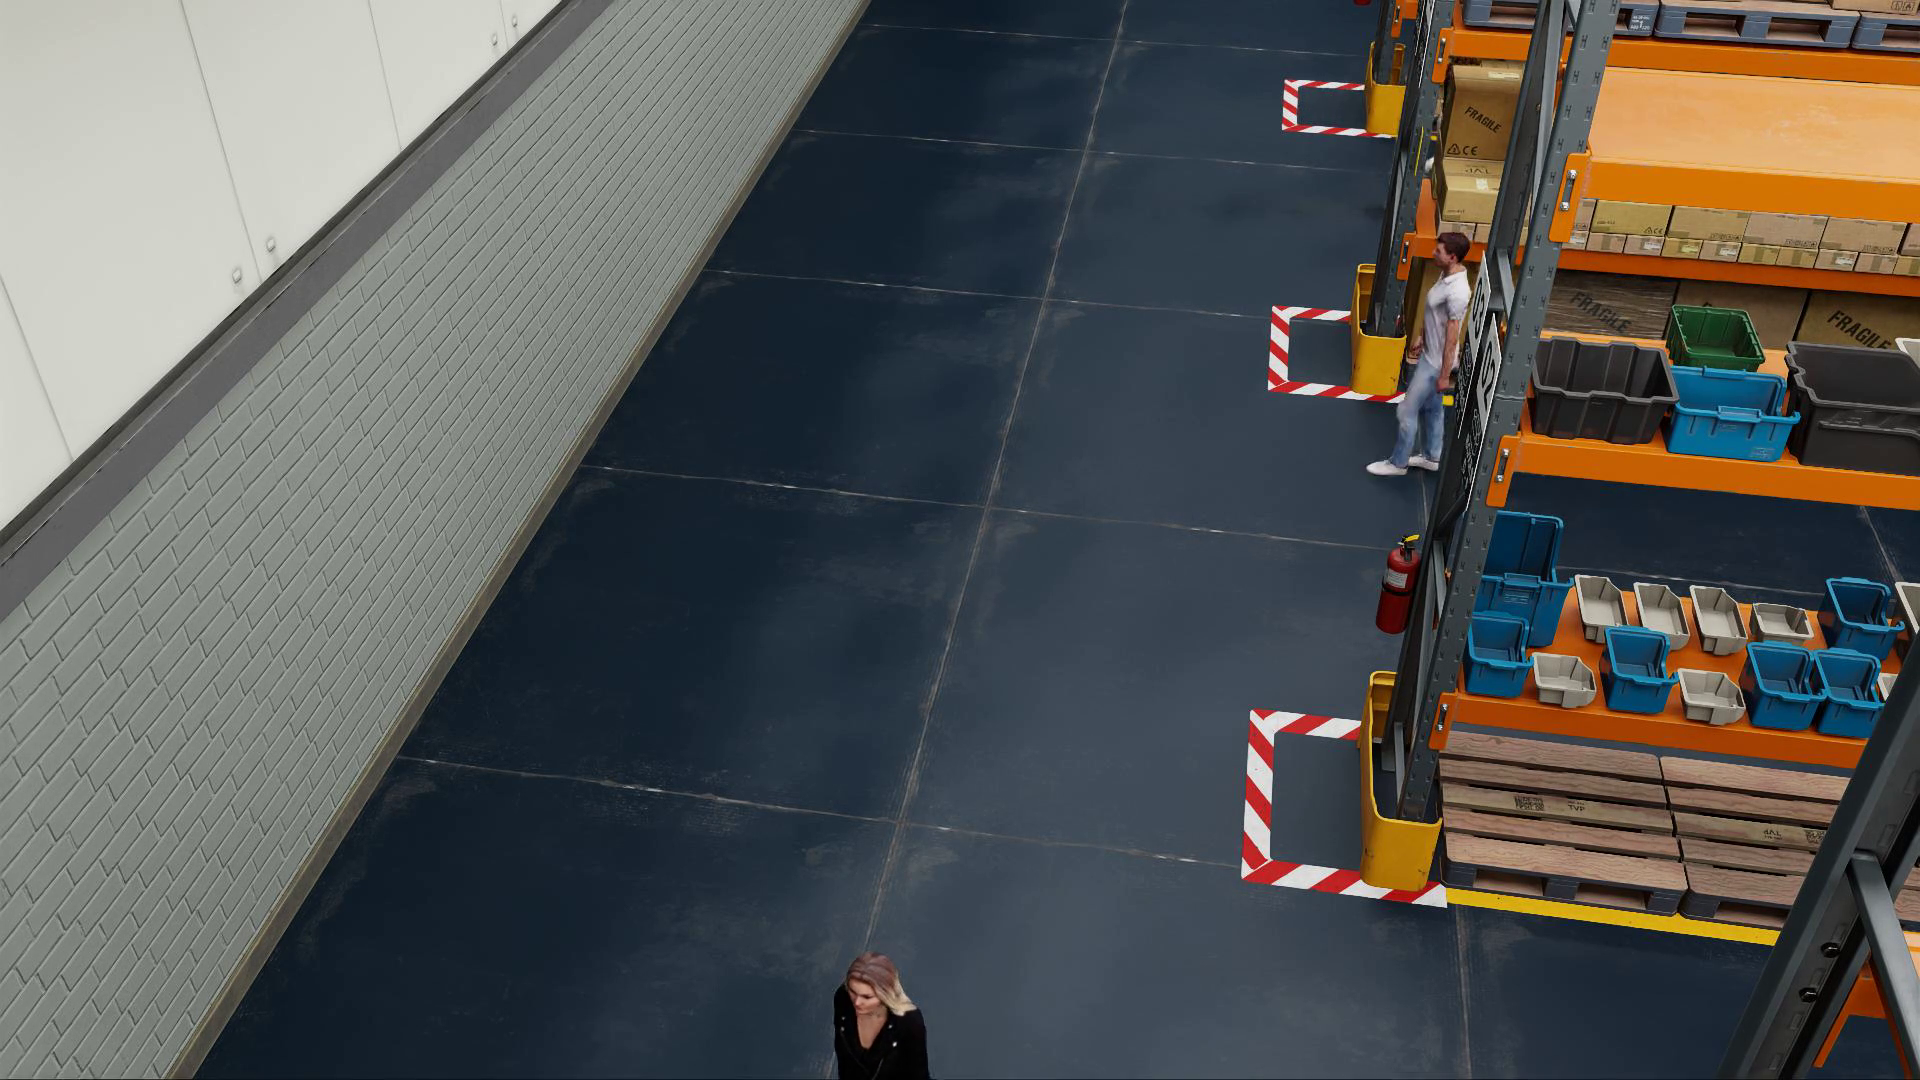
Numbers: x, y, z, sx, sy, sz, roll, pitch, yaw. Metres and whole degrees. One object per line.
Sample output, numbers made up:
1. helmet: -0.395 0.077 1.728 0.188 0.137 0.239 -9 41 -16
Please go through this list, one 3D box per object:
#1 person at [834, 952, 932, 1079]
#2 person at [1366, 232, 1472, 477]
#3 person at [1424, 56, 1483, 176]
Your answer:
1. person: -0.269 2.245 6.922 1.109 1.651 0.794 12 39 15
2. person: 3.335 -1.231 11.339 0.725 1.839 0.689 6 38 8
3. person: 4.247 -3.626 14.618 0.927 1.682 0.650 3 37 3
